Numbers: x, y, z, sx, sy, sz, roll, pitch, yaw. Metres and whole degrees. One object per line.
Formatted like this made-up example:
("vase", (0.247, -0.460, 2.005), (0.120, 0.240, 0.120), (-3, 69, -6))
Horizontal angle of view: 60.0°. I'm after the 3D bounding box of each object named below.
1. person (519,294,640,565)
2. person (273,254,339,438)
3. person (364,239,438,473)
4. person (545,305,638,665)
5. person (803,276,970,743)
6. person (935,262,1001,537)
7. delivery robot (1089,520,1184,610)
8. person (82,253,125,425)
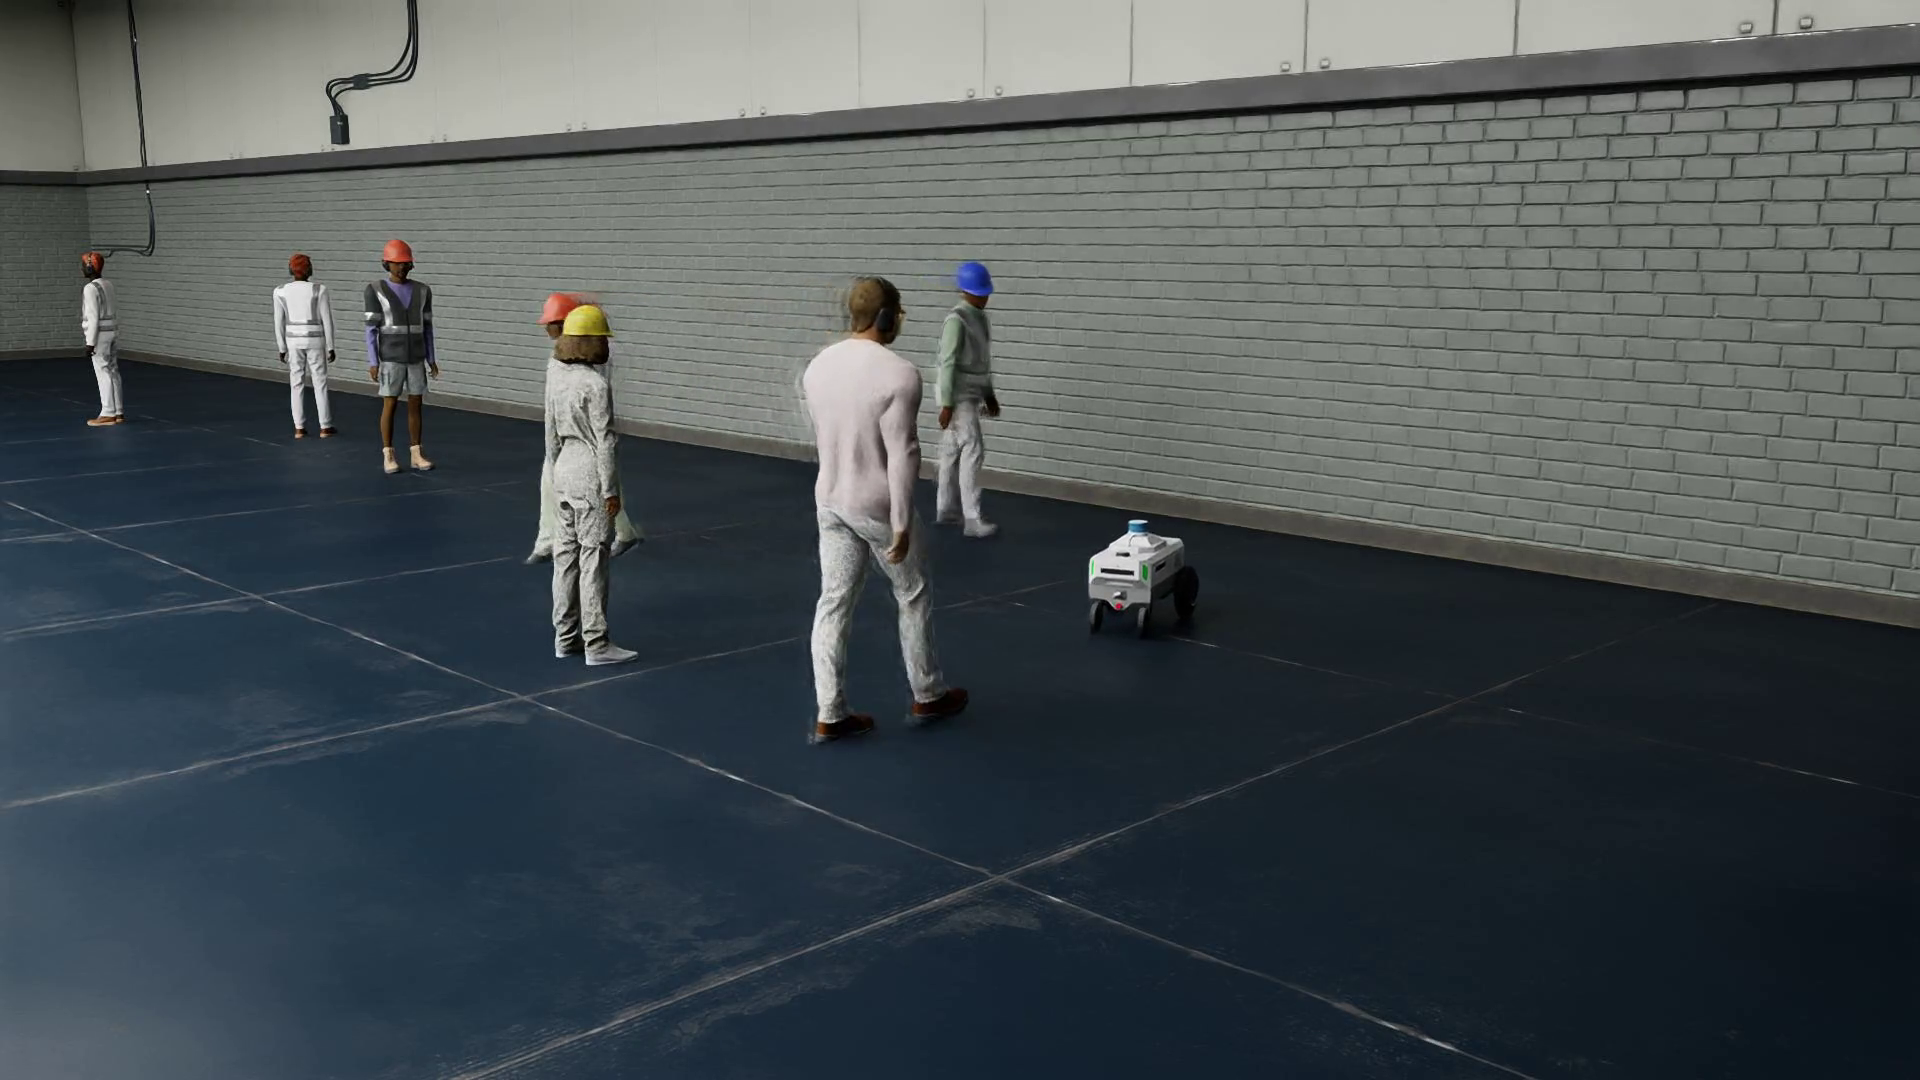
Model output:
("person", (-2.418, -0.692, 10.565), (0.800, 1.735, 0.571), (-8, 13, -38))
("person", (-6.726, -1.989, 17.121), (0.572, 1.883, 0.355), (-1, 10, -4))
("person", (-4.883, -1.609, 14.612), (0.613, 2.041, 0.393), (-9, 14, -41))
("person", (-1.813, -0.267, 8.120), (0.492, 1.740, 0.325), (9, 14, 42))
("person", (-0.307, -0.135, 6.961), (0.634, 1.909, 0.867), (8, 13, 37))
("person", (0.064, -0.977, 11.594), (0.677, 1.895, 0.694), (3, 11, 15))
("delivery robot", (0.951, 0.136, 8.903), (0.477, 0.478, 0.707), (5, 11, 23))
("person", (-9.443, -2.200, 18.275), (0.355, 1.882, 0.576), (-1, 10, -6))
